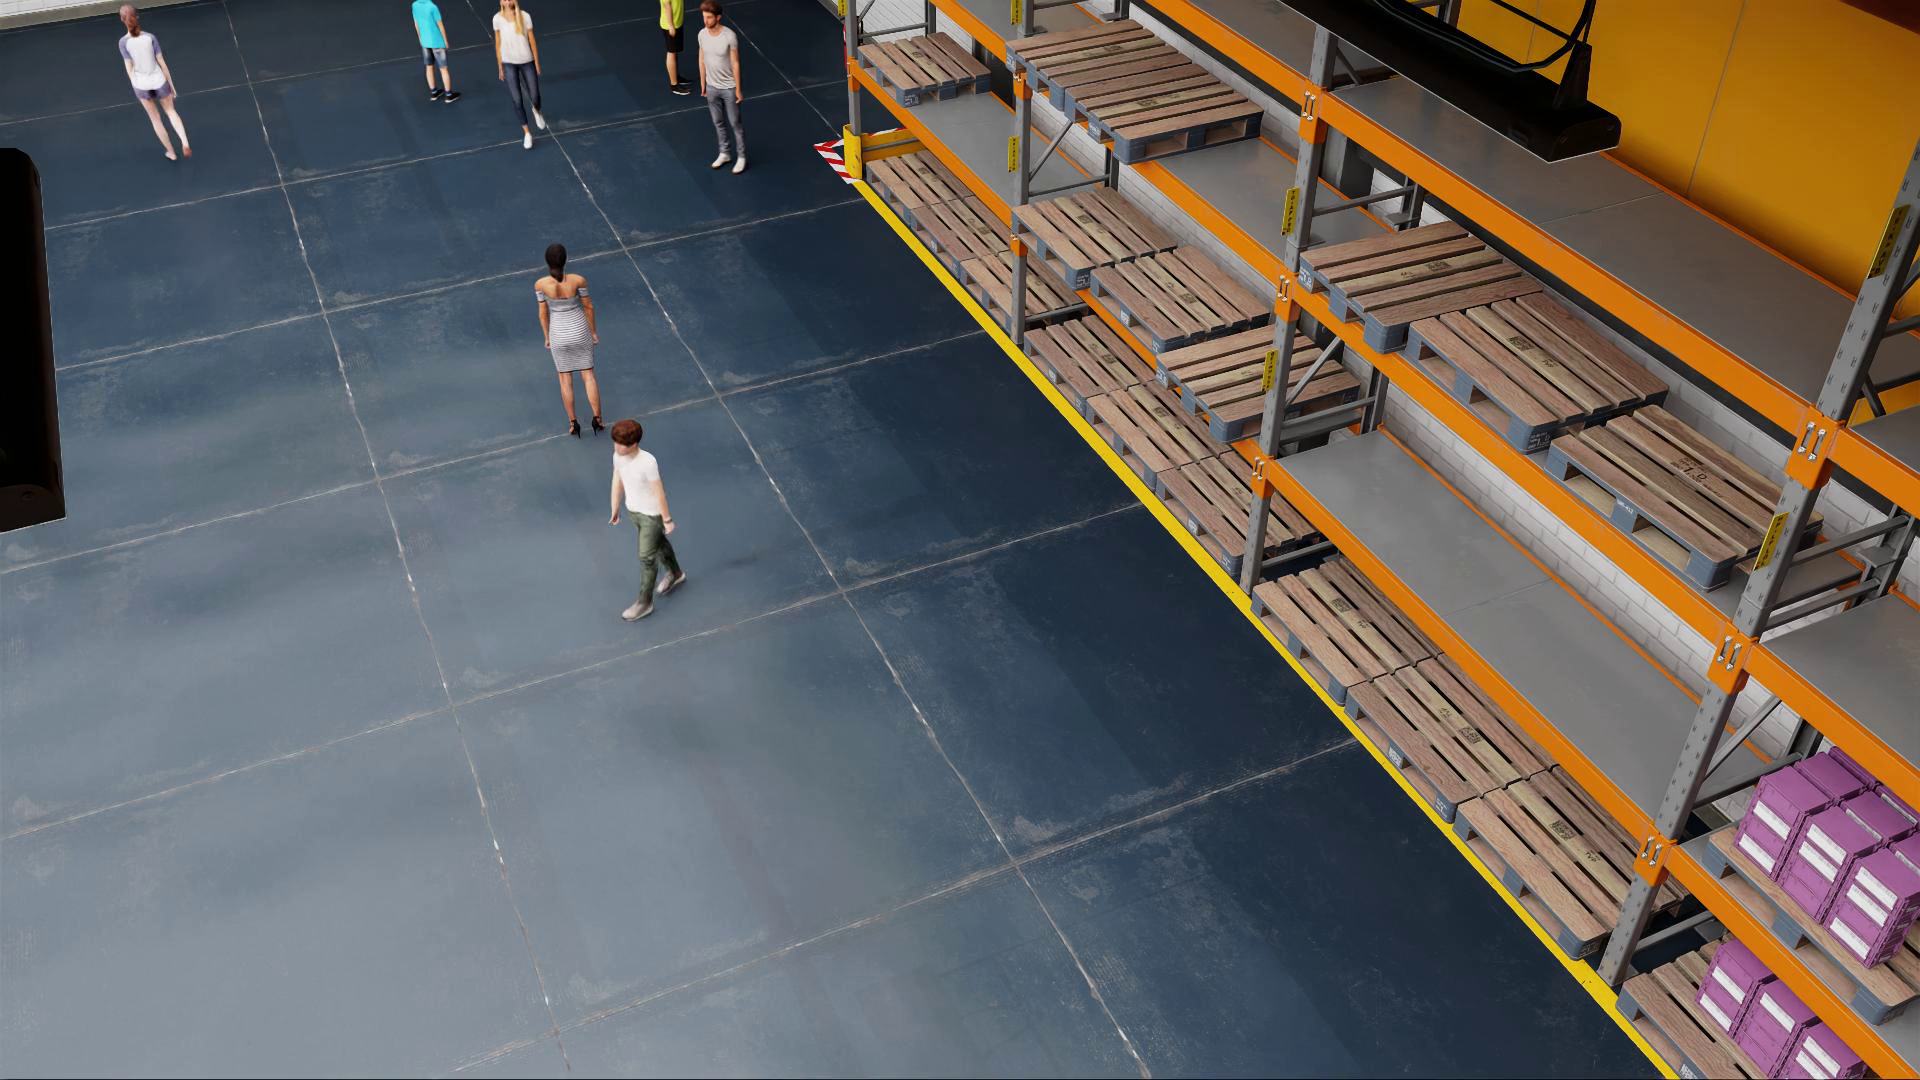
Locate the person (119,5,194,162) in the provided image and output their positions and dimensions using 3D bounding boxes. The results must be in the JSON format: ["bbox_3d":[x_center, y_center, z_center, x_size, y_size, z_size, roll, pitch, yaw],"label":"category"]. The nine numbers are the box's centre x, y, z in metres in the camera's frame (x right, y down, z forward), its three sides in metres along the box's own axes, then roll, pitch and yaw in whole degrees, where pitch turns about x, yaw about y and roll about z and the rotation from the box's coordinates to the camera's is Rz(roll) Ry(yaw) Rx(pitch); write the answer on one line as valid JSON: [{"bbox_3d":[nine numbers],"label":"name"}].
[{"bbox_3d":[-8.793,-4.917,18.114,0.626,1.752,0.785,-21,43,-24],"label":"person"}]

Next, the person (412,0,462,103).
[{"bbox_3d":[-6.216,-5.889,19.573,0.584,1.449,0.645,13,40,16],"label":"person"}]

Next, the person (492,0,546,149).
[{"bbox_3d":[-4.935,-5.323,18.583,0.720,1.800,0.856,-6,39,-7],"label":"person"}]

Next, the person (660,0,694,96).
[{"bbox_3d":[-3.426,-6.171,19.719,0.753,1.708,0.618,-1,39,-1],"label":"person"}]

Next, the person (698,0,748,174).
[{"bbox_3d":[-2.565,-4.934,18.027,0.740,1.887,0.810,15,41,18],"label":"person"}]

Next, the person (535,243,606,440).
[{"bbox_3d":[-3.279,-1.672,13.995,0.651,1.822,0.606,-7,39,-9],"label":"person"}]

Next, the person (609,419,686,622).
[{"bbox_3d":[-2.270,-0.241,12.353,0.973,1.633,0.934,26,45,28],"label":"person"}]
